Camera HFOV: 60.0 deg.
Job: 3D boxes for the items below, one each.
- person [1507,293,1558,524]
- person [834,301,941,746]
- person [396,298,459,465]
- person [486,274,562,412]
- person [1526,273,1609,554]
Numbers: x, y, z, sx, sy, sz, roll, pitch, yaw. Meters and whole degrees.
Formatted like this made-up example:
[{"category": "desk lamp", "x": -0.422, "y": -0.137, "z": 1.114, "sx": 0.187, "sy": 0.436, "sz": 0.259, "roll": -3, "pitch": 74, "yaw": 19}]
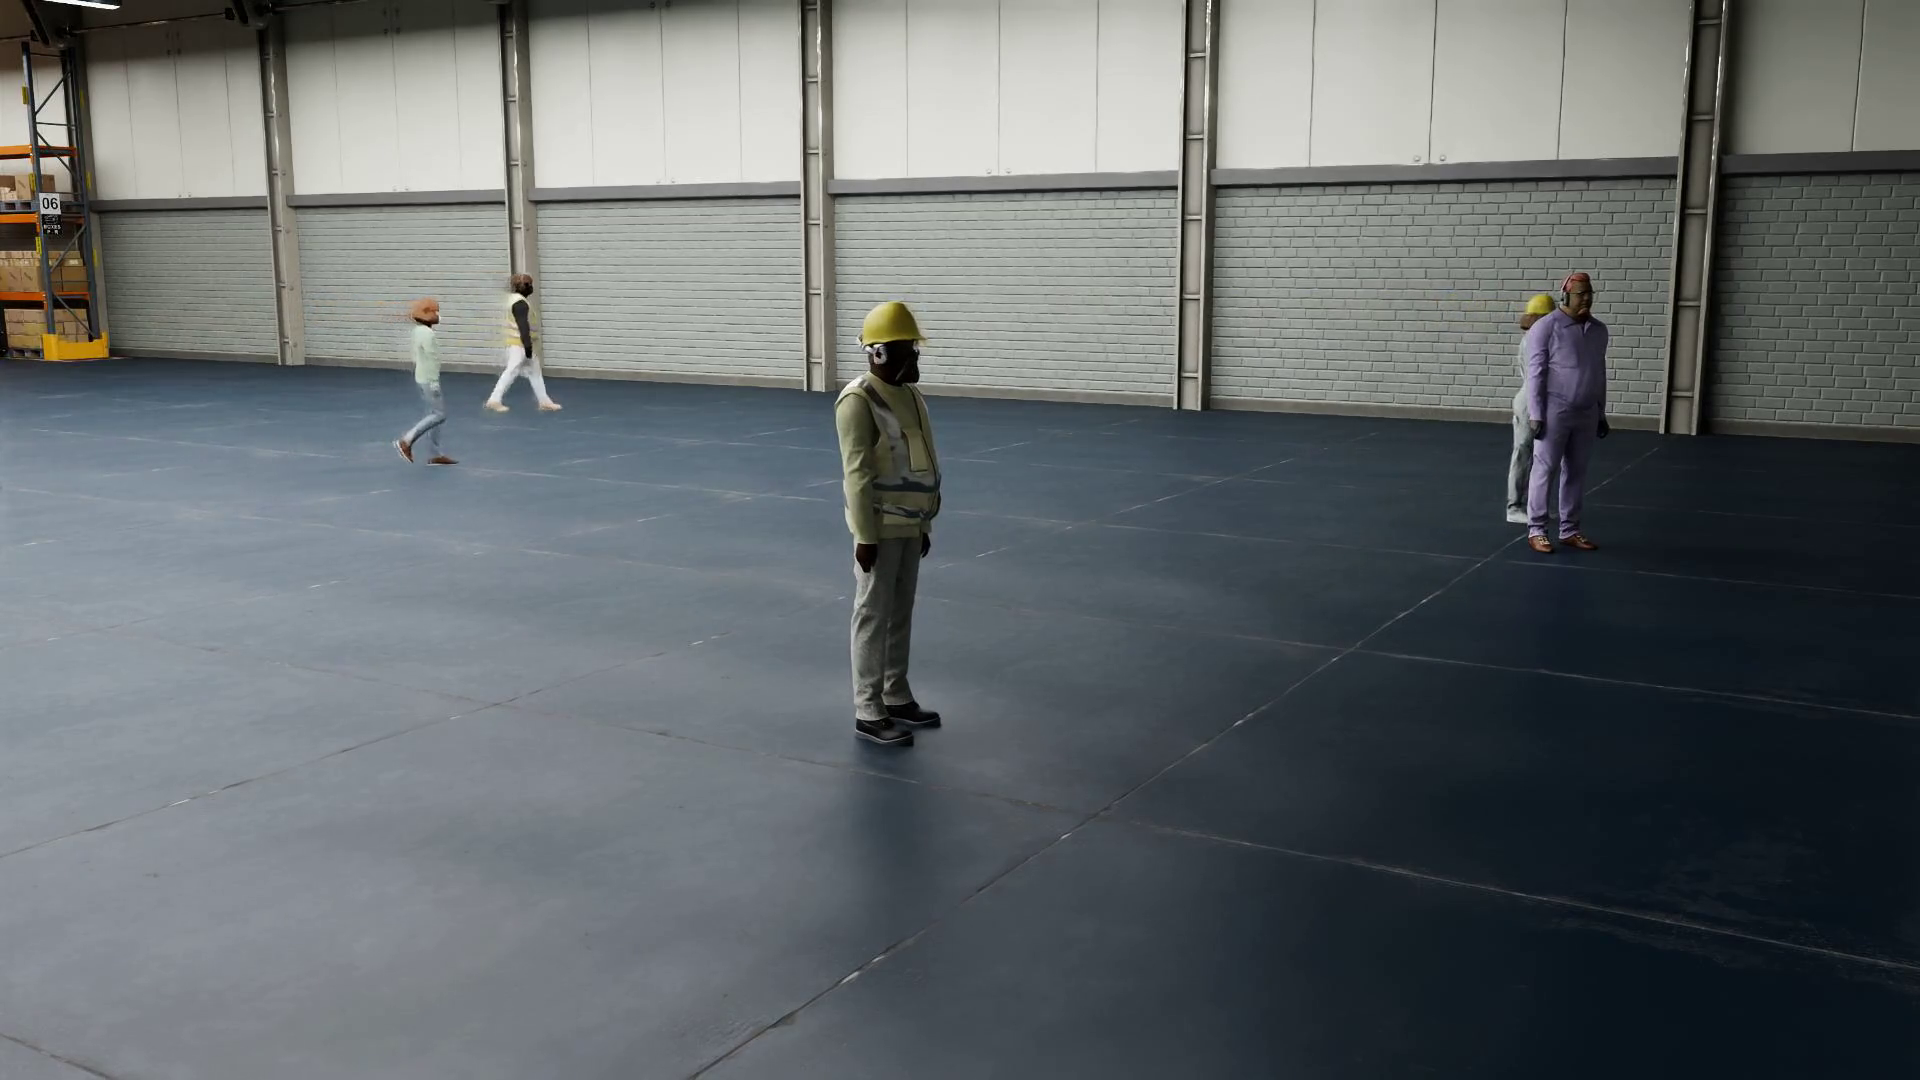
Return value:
[{"category": "person", "x": 4.375, "y": -0.998, "z": 12.656, "sx": 0.323, "sy": 1.741, "sz": 0.492, "roll": 4, "pitch": 11, "yaw": 23}, {"category": "person", "x": -0.282, "y": -0.076, "z": 6.980, "sx": 0.404, "sy": 1.837, "sz": 0.588, "roll": 4, "pitch": 10, "yaw": 22}, {"category": "person", "x": -5.141, "y": -1.507, "z": 15.975, "sx": 0.491, "sy": 1.617, "sz": 0.525, "roll": -4, "pitch": 11, "yaw": -23}, {"category": "person", "x": -5.738, "y": -2.558, "z": 21.641, "sx": 0.955, "sy": 1.802, "sz": 0.644, "roll": -3, "pitch": 10, "yaw": -16}, {"category": "person", "x": 4.181, "y": -0.865, "z": 11.397, "sx": 0.638, "sy": 1.910, "sz": 0.407, "roll": -4, "pitch": 10, "yaw": -20}]
